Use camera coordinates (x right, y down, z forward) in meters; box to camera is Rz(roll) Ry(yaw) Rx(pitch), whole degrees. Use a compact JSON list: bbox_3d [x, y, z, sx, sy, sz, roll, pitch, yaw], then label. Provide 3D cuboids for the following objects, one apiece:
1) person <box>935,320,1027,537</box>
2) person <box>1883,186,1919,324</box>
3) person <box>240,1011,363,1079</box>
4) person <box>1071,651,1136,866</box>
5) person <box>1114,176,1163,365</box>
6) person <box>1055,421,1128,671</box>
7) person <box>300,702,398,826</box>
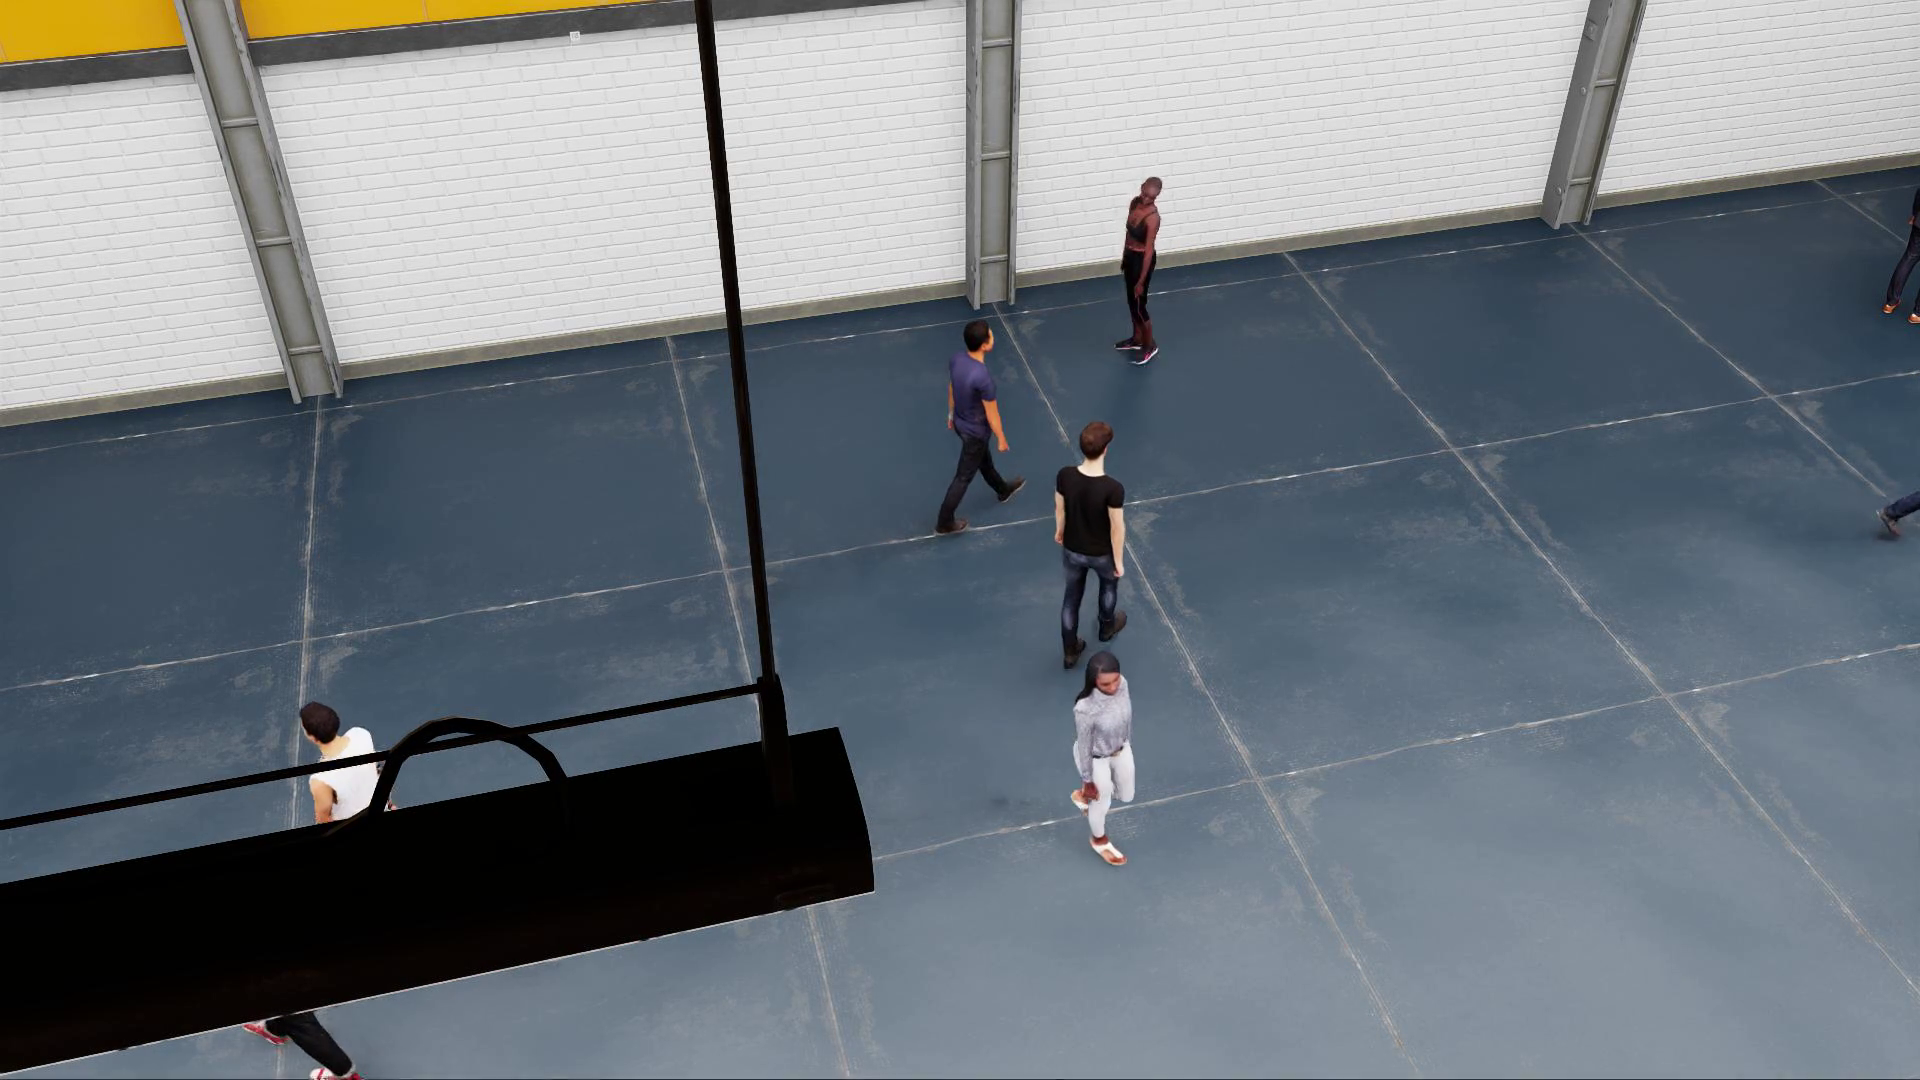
[{"bbox_3d":[0.026,-0.778,12.270,1.164,1.738,0.824,-20,43,-23],"label":"person"},{"bbox_3d":[8.669,-2.789,14.719,0.722,1.824,0.774,-23,44,-26],"label":"person"},{"bbox_3d":[-3.433,2.233,8.514,1.202,1.720,1.037,10,40,12],"label":"person"},{"bbox_3d":[0.763,1.255,9.752,0.785,1.704,0.827,-32,48,-34],"label":"person"},{"bbox_3d":[1.534,-2.358,14.246,0.536,1.742,0.615,-1,39,-1],"label":"person"},{"bbox_3d":[0.823,0.101,11.056,1.008,1.879,1.058,17,42,20],"label":"person"},{"bbox_3d":[-3.275,1.628,9.248,1.219,1.750,1.030,11,40,13],"label":"person"}]
